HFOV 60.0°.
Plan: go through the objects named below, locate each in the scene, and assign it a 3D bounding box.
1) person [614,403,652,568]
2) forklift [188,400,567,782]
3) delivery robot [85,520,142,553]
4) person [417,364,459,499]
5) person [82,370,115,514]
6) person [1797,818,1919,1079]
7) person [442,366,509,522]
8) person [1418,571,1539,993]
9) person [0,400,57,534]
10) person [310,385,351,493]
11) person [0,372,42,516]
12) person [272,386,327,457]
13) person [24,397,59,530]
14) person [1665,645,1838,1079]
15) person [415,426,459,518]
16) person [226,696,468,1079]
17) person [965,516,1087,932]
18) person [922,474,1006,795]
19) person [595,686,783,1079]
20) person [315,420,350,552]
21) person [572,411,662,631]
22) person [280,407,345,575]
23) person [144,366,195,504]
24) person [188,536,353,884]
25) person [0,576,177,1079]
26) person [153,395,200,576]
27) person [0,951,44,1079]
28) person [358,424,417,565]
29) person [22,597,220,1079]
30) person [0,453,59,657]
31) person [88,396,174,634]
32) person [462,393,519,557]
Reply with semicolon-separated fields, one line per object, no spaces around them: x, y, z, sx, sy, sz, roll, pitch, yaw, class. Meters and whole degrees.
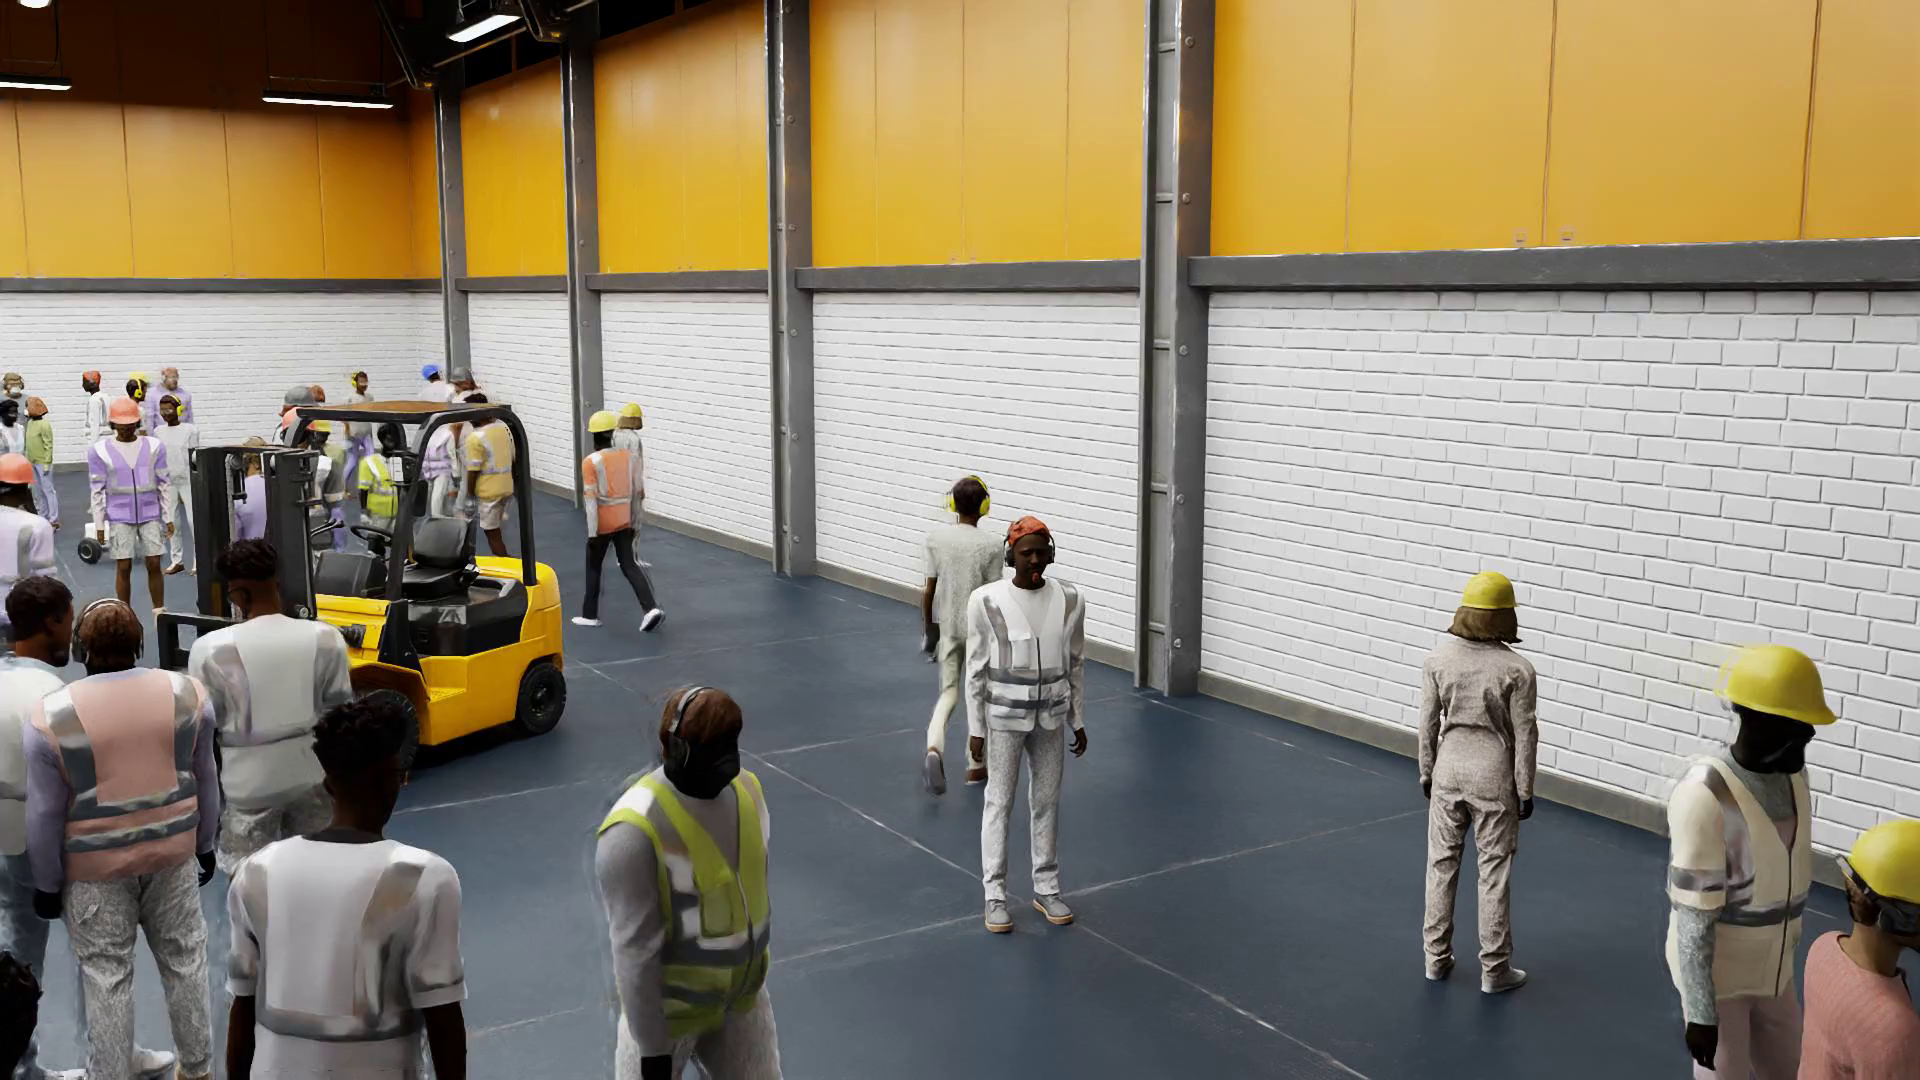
-3.454;-0.574;17.510;0.327;1.736;0.489;-6;10;-35;person
-3.529;0.258;10.348;1.214;2.155;2.313;4;9;25;forklift
-8.970;-0.075;17.779;0.707;0.478;0.477;2;9;17;delivery robot
-7.238;-1.498;23.215;0.709;1.897;0.397;0;8;3;person
-11.253;-1.276;21.751;0.357;1.880;0.576;-2;9;-13;person
2.001;1.465;3.687;0.345;1.758;0.532;2;9;12;person
-6.087;-1.220;20.827;1.069;2.000;0.690;3;9;18;person
2.153;0.993;6.914;0.492;1.741;0.317;7;11;38;person
-10.973;-0.800;19.283;0.899;1.640;0.538;3;9;17;person
-9.159;-1.403;23.598;0.484;1.585;0.851;6;10;35;person
-11.508;-1.086;20.307;0.635;1.930;0.380;-8;11;-42;person
-6.152;-0.444;15.595;0.537;2.000;0.689;-2;9;-16;person
-11.146;-0.916;20.137;0.499;1.634;0.278;6;11;37;person
2.223;1.226;4.763;0.599;1.912;0.445;-5;10;-31;person
-6.022;-0.771;19.275;0.505;1.598;0.842;3;9;18;person
-1.509;1.358;3.953;0.636;1.907;1.009;2;9;16;person
0.305;0.828;7.555;0.579;1.883;0.352;-3;9;-19;person
0.005;0.548;9.561;0.523;1.847;0.737;3;9;20;person
-0.715;1.299;4.698;0.969;1.788;0.652;6;10;35;person
-6.117;-0.345;15.922;0.433;1.750;0.541;7;11;41;person
-2.942;-0.157;14.185;0.948;1.892;0.602;6;10;36;person
-4.932;0.021;12.513;0.603;2.034;0.416;-2;9;-11;person
-10.819;-1.439;22.792;0.647;1.888;0.669;8;12;44;person
-2.646;0.956;6.504;0.663;1.935;0.650;-8;11;-42;person
-3.198;1.062;5.980;0.585;1.884;0.721;6;11;36;person
-7.979;-0.559;16.990;0.510;1.861;0.324;1;8;4;person
-1.406;1.539;2.478;0.371;1.966;0.608;-5;10;-31;person
-5.325;-0.253;15.573;0.554;1.647;0.863;-5;10;-31;person
-2.900;1.111;5.786;0.621;1.845;0.429;-8;12;-43;person
-5.727;0.439;10.034;0.563;1.923;0.650;0;8;-3;person
-6.914;-0.189;13.926;0.610;2.032;0.410;-6;10;-36;person
-4.578;-0.457;16.066;0.643;1.924;0.680;3;9;22;person
